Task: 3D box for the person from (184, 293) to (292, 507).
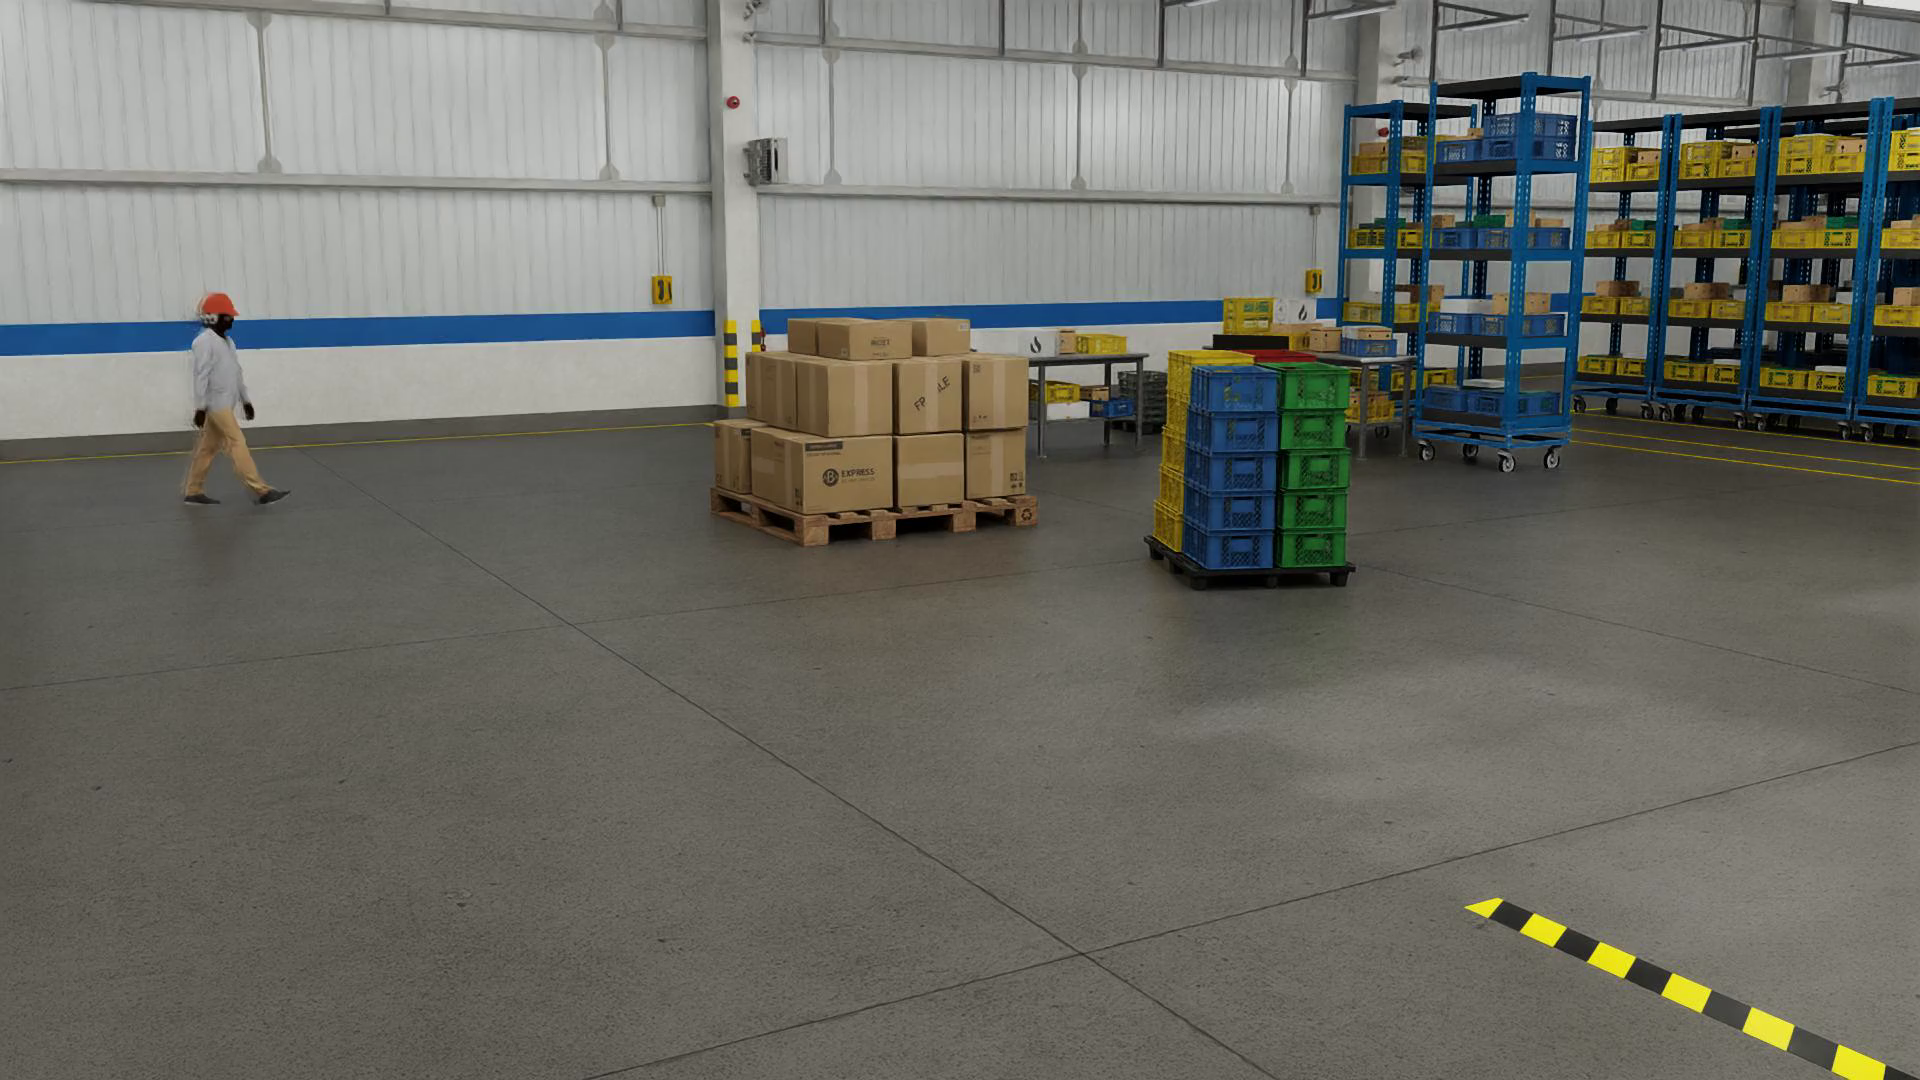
[{"bbox_3d":[-5.838,-1.107,13.254,0.887,1.698,0.588,-1,10,-4],"label":"person"}]
